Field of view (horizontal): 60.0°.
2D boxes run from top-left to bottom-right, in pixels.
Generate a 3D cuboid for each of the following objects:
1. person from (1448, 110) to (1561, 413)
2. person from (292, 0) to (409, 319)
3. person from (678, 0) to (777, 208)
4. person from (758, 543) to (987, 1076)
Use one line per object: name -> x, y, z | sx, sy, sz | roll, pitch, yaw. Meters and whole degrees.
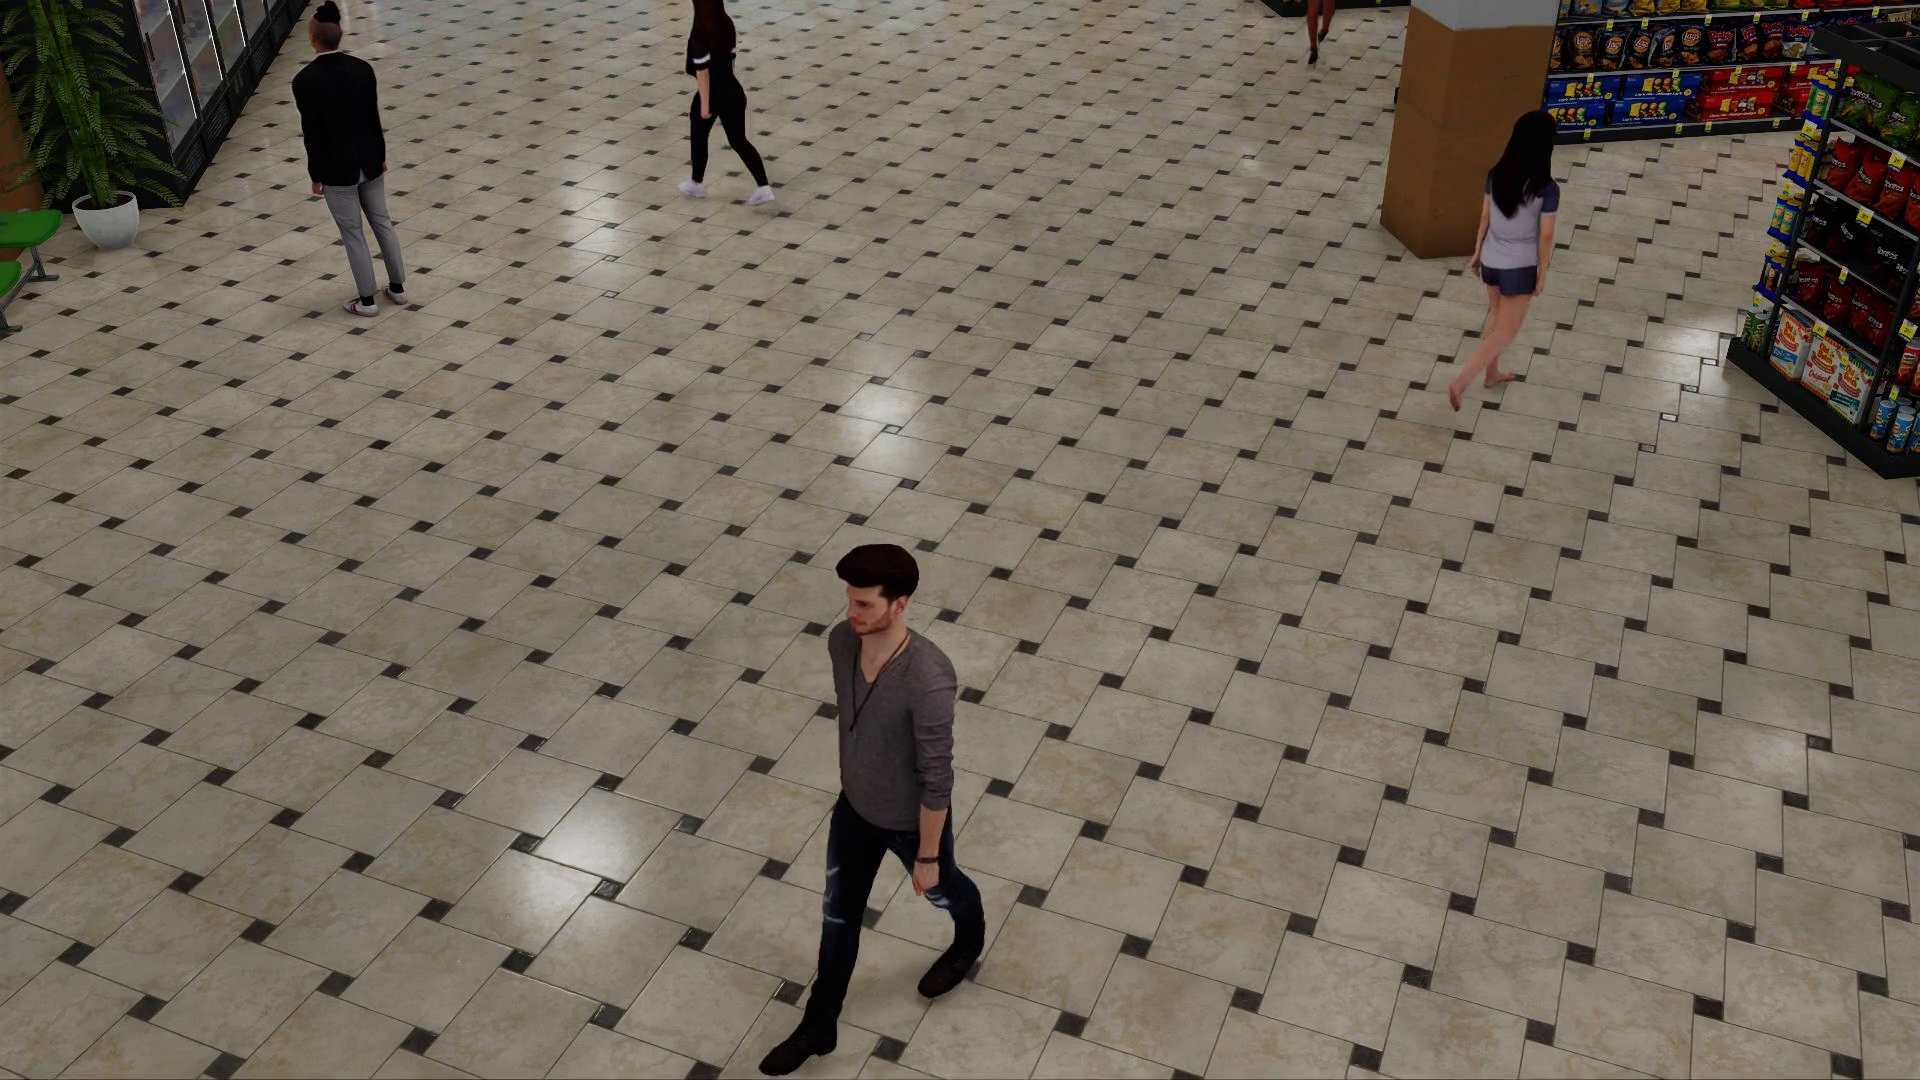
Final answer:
person -> 2.971, -1.495, 9.152 | 1.115, 1.681, 0.913 | -23, 39, -32
person -> -3.759, -2.303, 10.283 | 0.850, 1.859, 0.778 | 22, 38, 31
person -> -1.652, -3.128, 11.855 | 1.156, 1.598, 1.089 | 20, 37, 29
person -> -0.135, 0.818, 5.271 | 1.154, 1.854, 1.297 | 27, 41, 36
